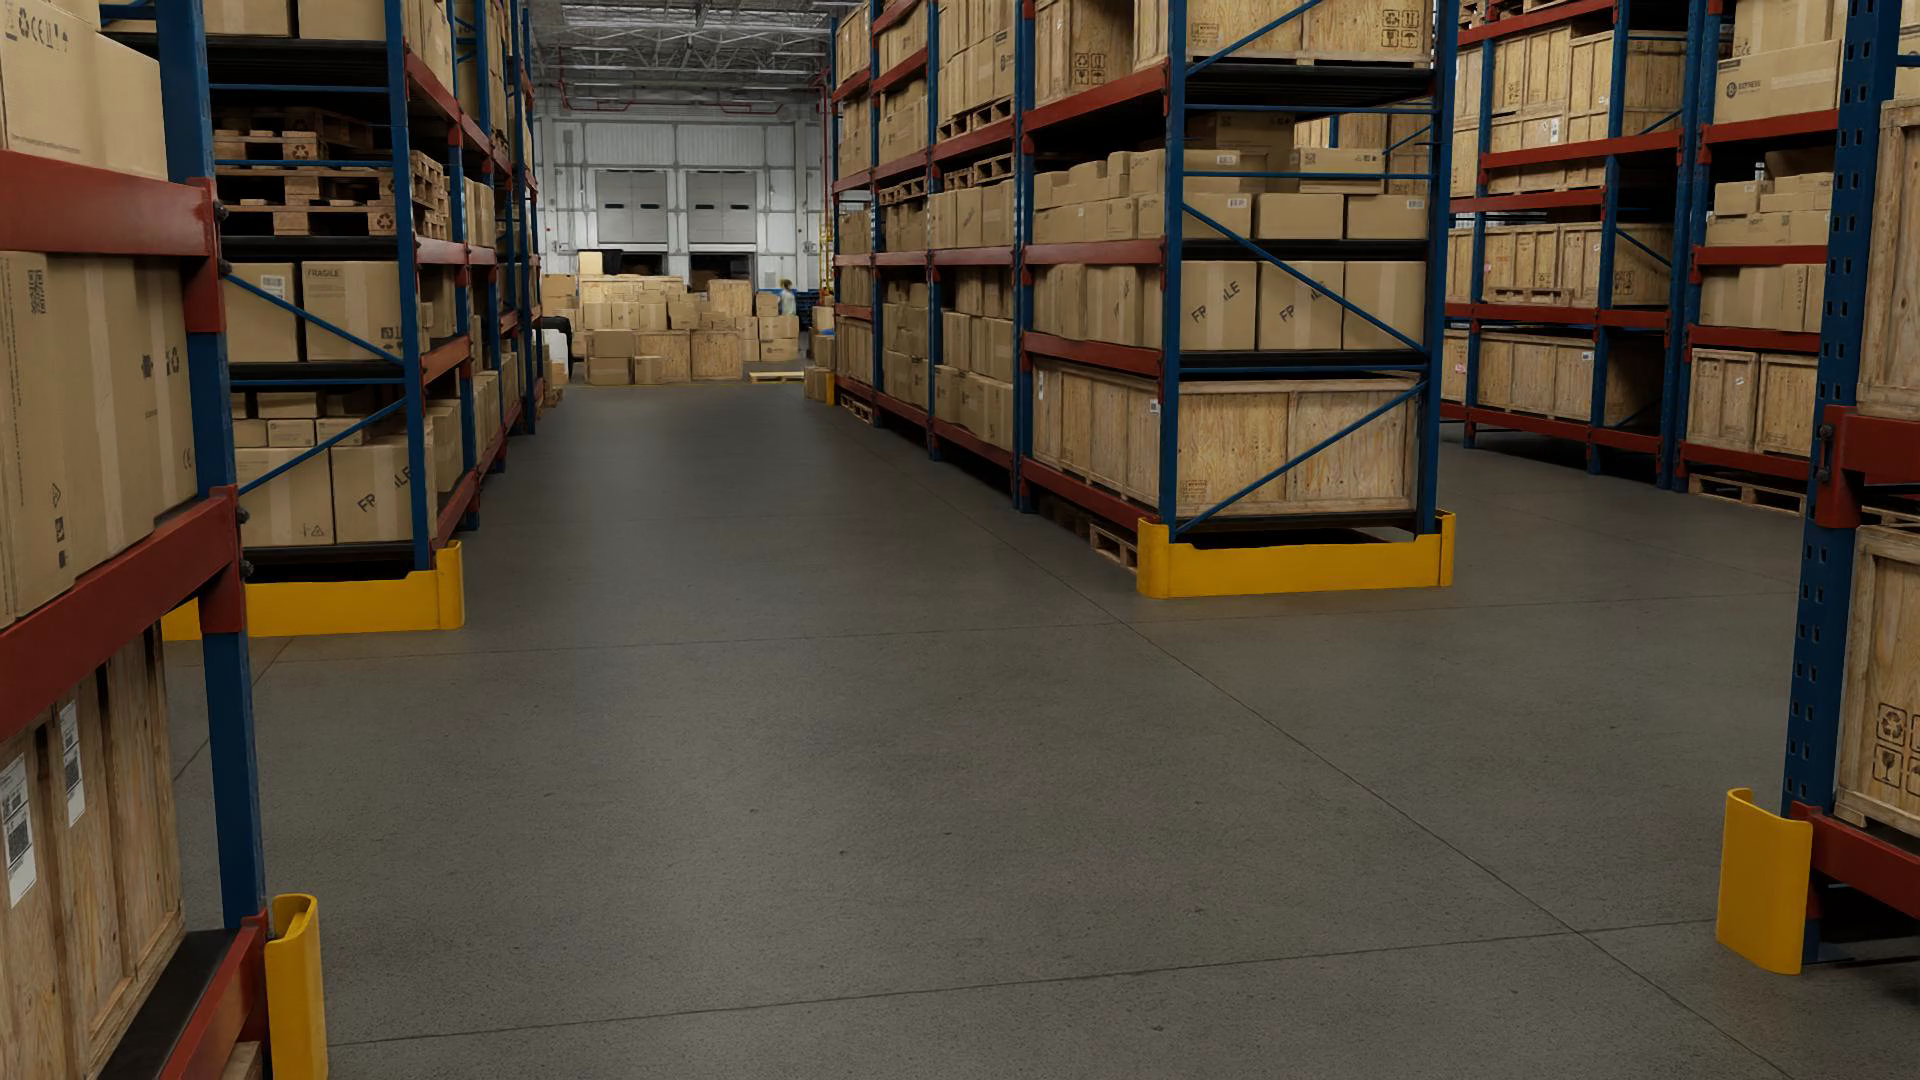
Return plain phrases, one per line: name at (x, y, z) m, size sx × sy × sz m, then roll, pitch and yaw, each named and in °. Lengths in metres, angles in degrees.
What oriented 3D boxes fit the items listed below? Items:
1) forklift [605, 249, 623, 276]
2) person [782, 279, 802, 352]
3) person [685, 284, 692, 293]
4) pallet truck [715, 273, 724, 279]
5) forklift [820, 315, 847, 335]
forklift at (-11.407, -8.233, 55.004) m, size 1.873 × 2.768 × 1.129 m, roll -5°, pitch 11°, yaw -29°
person at (-4.430, -5.906, 43.745) m, size 0.485 × 1.918 × 0.657 m, roll 2°, pitch 10°, yaw 14°
person at (-6.137, -4.809, 37.323) m, size 0.428 × 1.838 × 0.628 m, roll -6°, pitch 11°, yaw -34°
pallet truck at (-8.580, -8.986, 62.280) m, size 1.885 × 1.965 × 0.823 m, roll 1°, pitch 9°, yaw 5°
forklift at (-1.634, -4.210, 30.485) m, size 1.129 × 2.768 × 1.873 m, roll 6°, pitch 11°, yaw 32°
